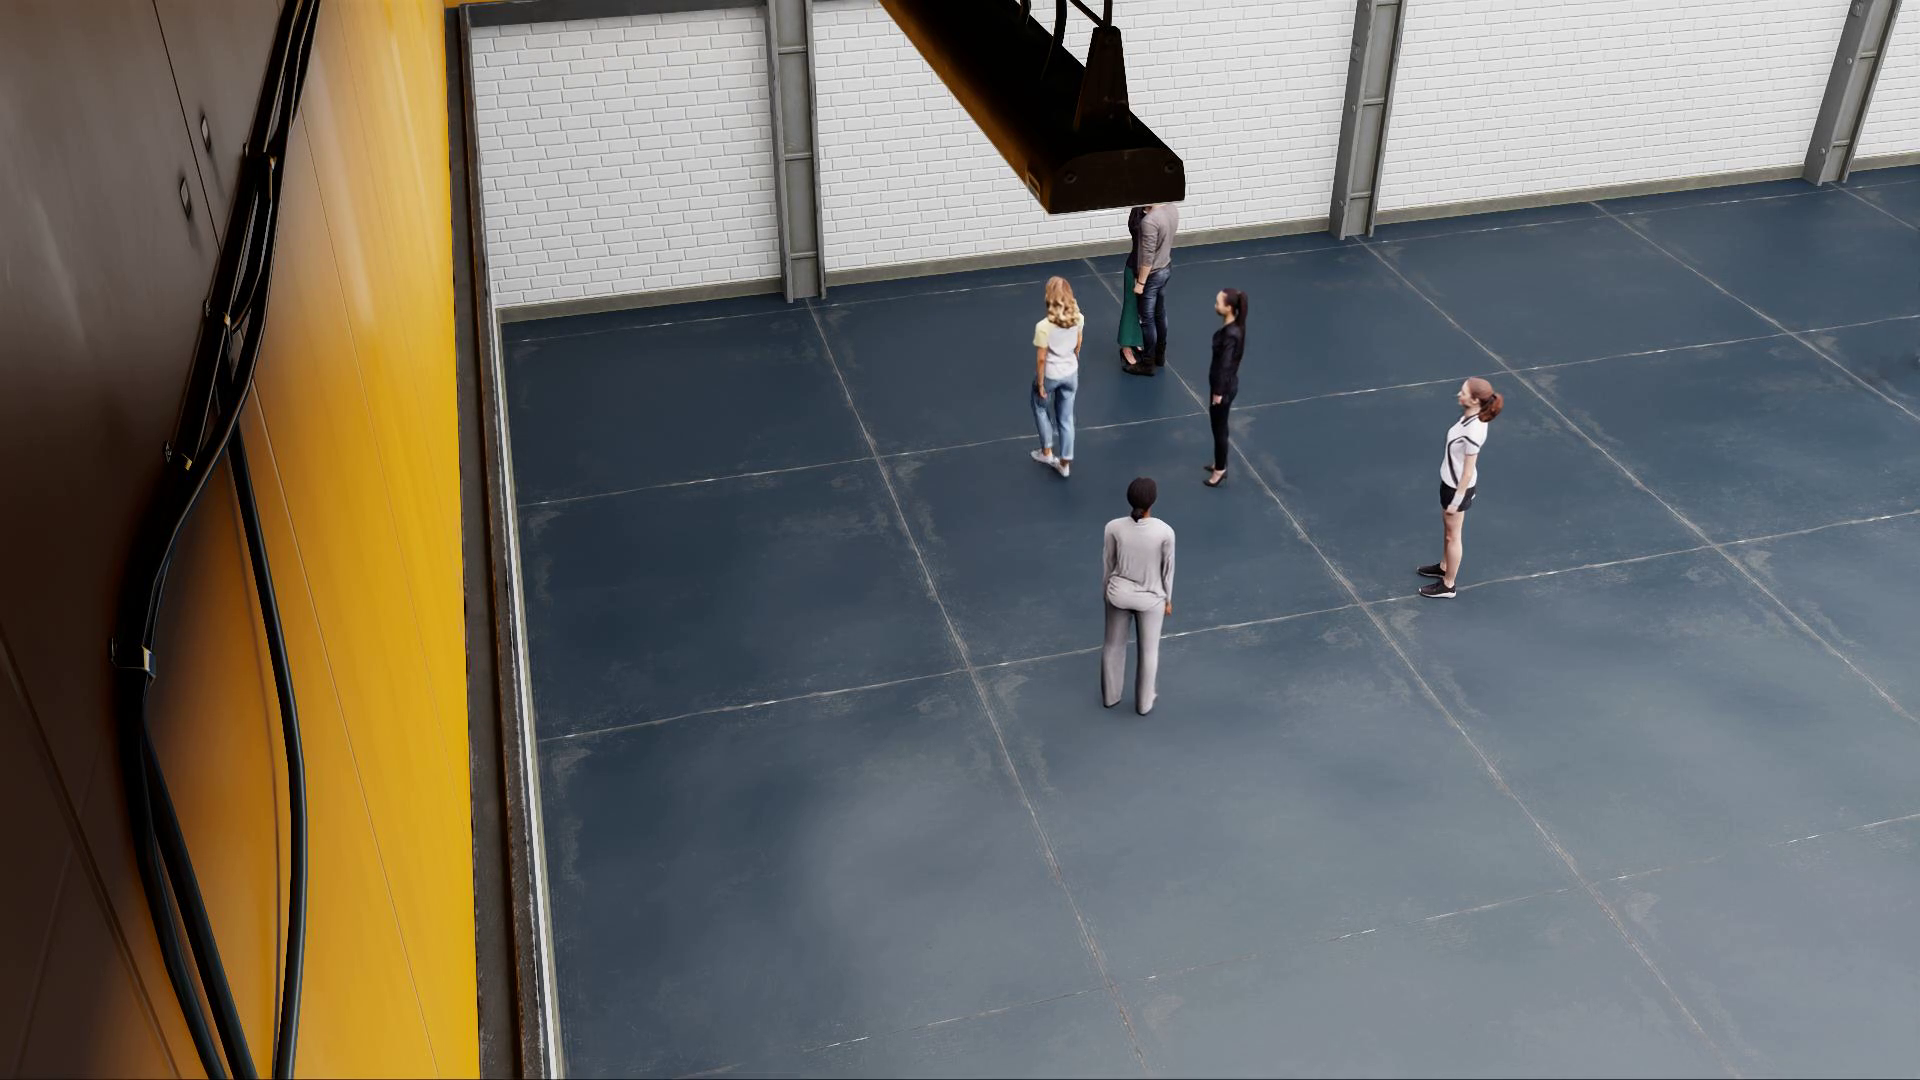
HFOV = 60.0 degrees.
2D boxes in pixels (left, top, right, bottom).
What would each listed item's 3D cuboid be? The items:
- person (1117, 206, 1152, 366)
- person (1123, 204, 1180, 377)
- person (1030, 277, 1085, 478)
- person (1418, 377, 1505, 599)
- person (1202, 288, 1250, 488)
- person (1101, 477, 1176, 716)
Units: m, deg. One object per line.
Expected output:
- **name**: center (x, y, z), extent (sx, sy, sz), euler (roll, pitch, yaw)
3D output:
- **person**: center (1.623, -2.406, 15.049), extent (0.700, 1.738, 0.690), euler (9, 35, 13)
- **person**: center (1.733, -2.382, 14.864), extent (0.833, 1.903, 0.766), euler (19, 38, 26)
- **person**: center (0.837, -1.267, 13.362), extent (0.679, 1.707, 0.767), euler (-15, 36, -21)
- **person**: center (3.597, -0.388, 11.999), extent (0.687, 1.752, 0.655), euler (6, 34, 9)
- **person**: center (2.112, -1.227, 13.299), extent (0.623, 1.711, 0.650), euler (5, 34, 8)
- **person**: center (1.149, 0.369, 10.879), extent (0.664, 1.731, 0.772), euler (10, 35, 15)
